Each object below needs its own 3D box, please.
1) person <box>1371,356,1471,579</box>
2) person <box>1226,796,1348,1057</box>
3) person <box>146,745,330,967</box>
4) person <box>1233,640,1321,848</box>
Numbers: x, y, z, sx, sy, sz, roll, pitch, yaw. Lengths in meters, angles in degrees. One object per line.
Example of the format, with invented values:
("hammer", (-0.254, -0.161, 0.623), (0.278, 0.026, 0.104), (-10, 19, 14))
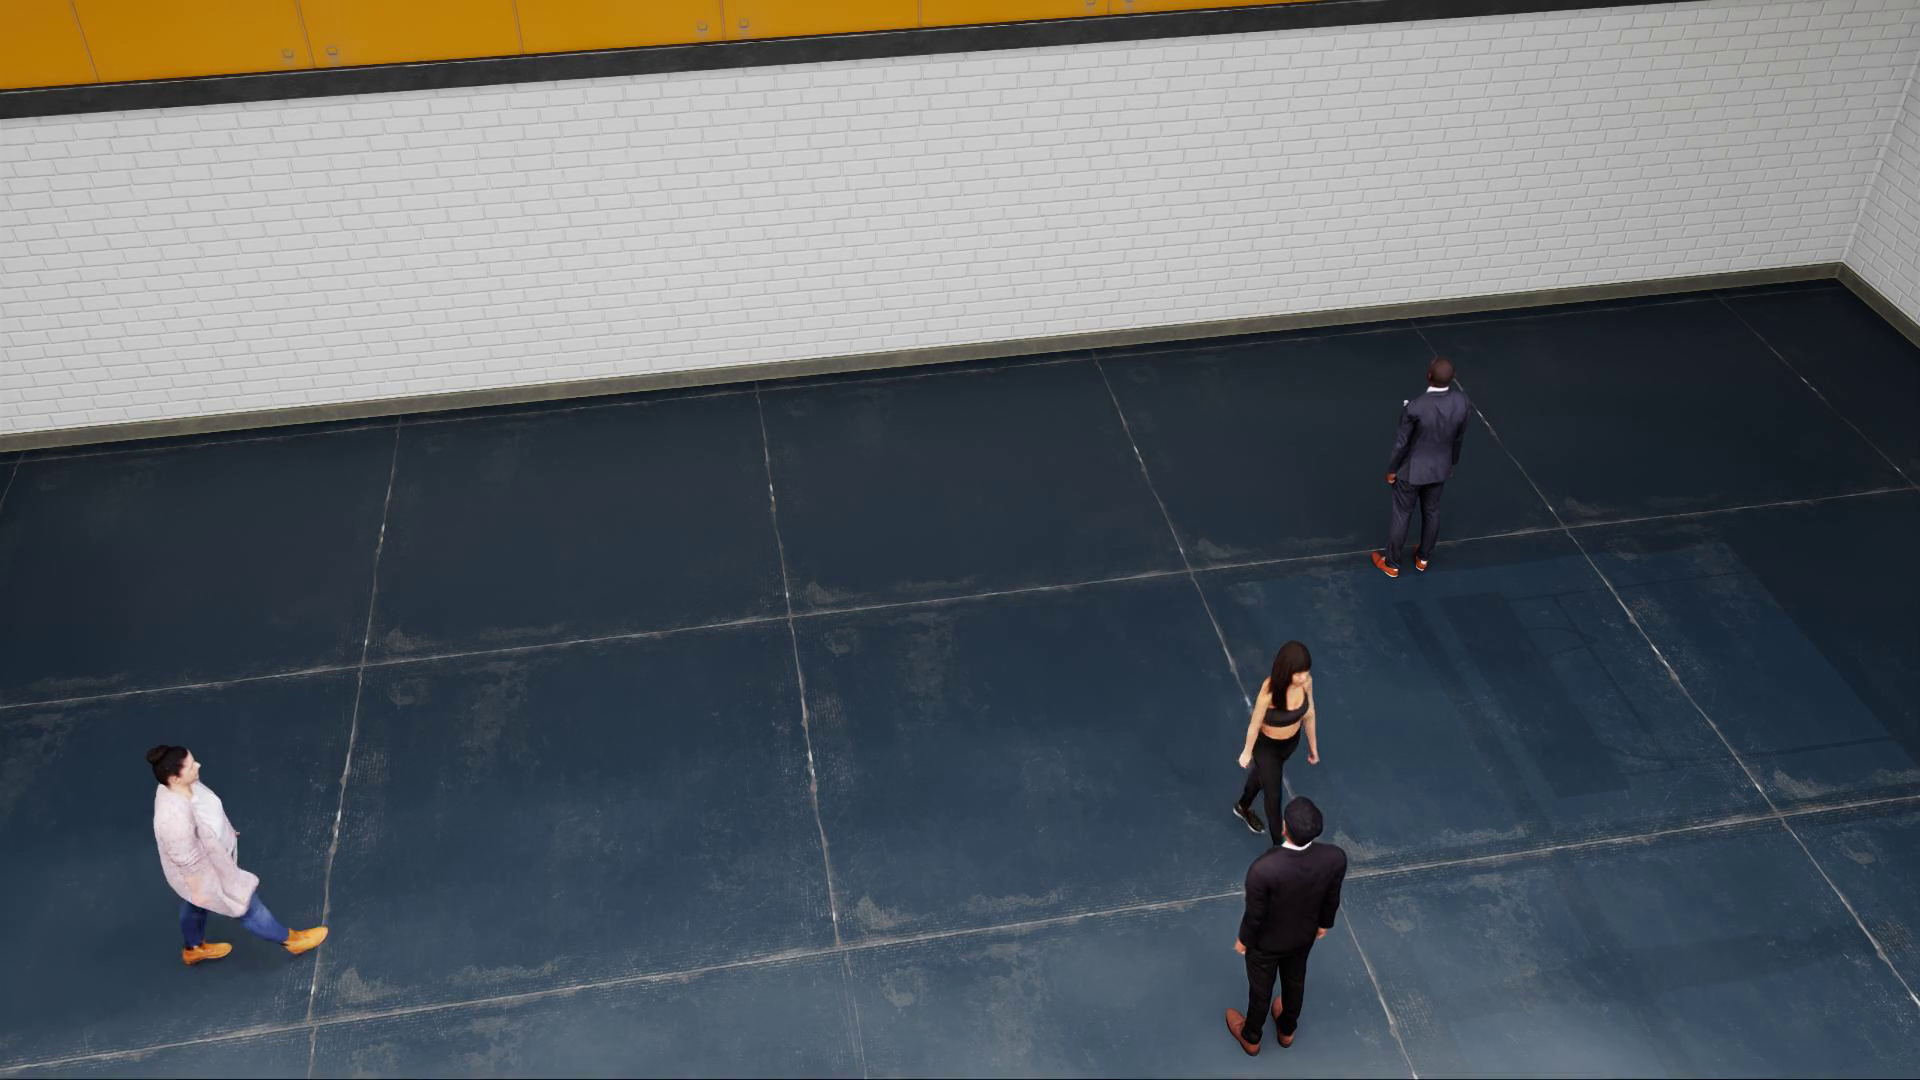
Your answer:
("person", (3.316, -0.517, 11.923), (0.676, 1.824, 0.576), (-7, 39, -9))
("person", (1.689, 2.031, 8.685), (0.704, 1.884, 0.575), (-10, 40, -12))
("person", (-4.246, 1.793, 9.127), (0.898, 1.703, 1.055), (-13, 40, -16))
("person", (1.835, 1.171, 9.971), (0.809, 1.622, 1.011), (-21, 43, -25))
